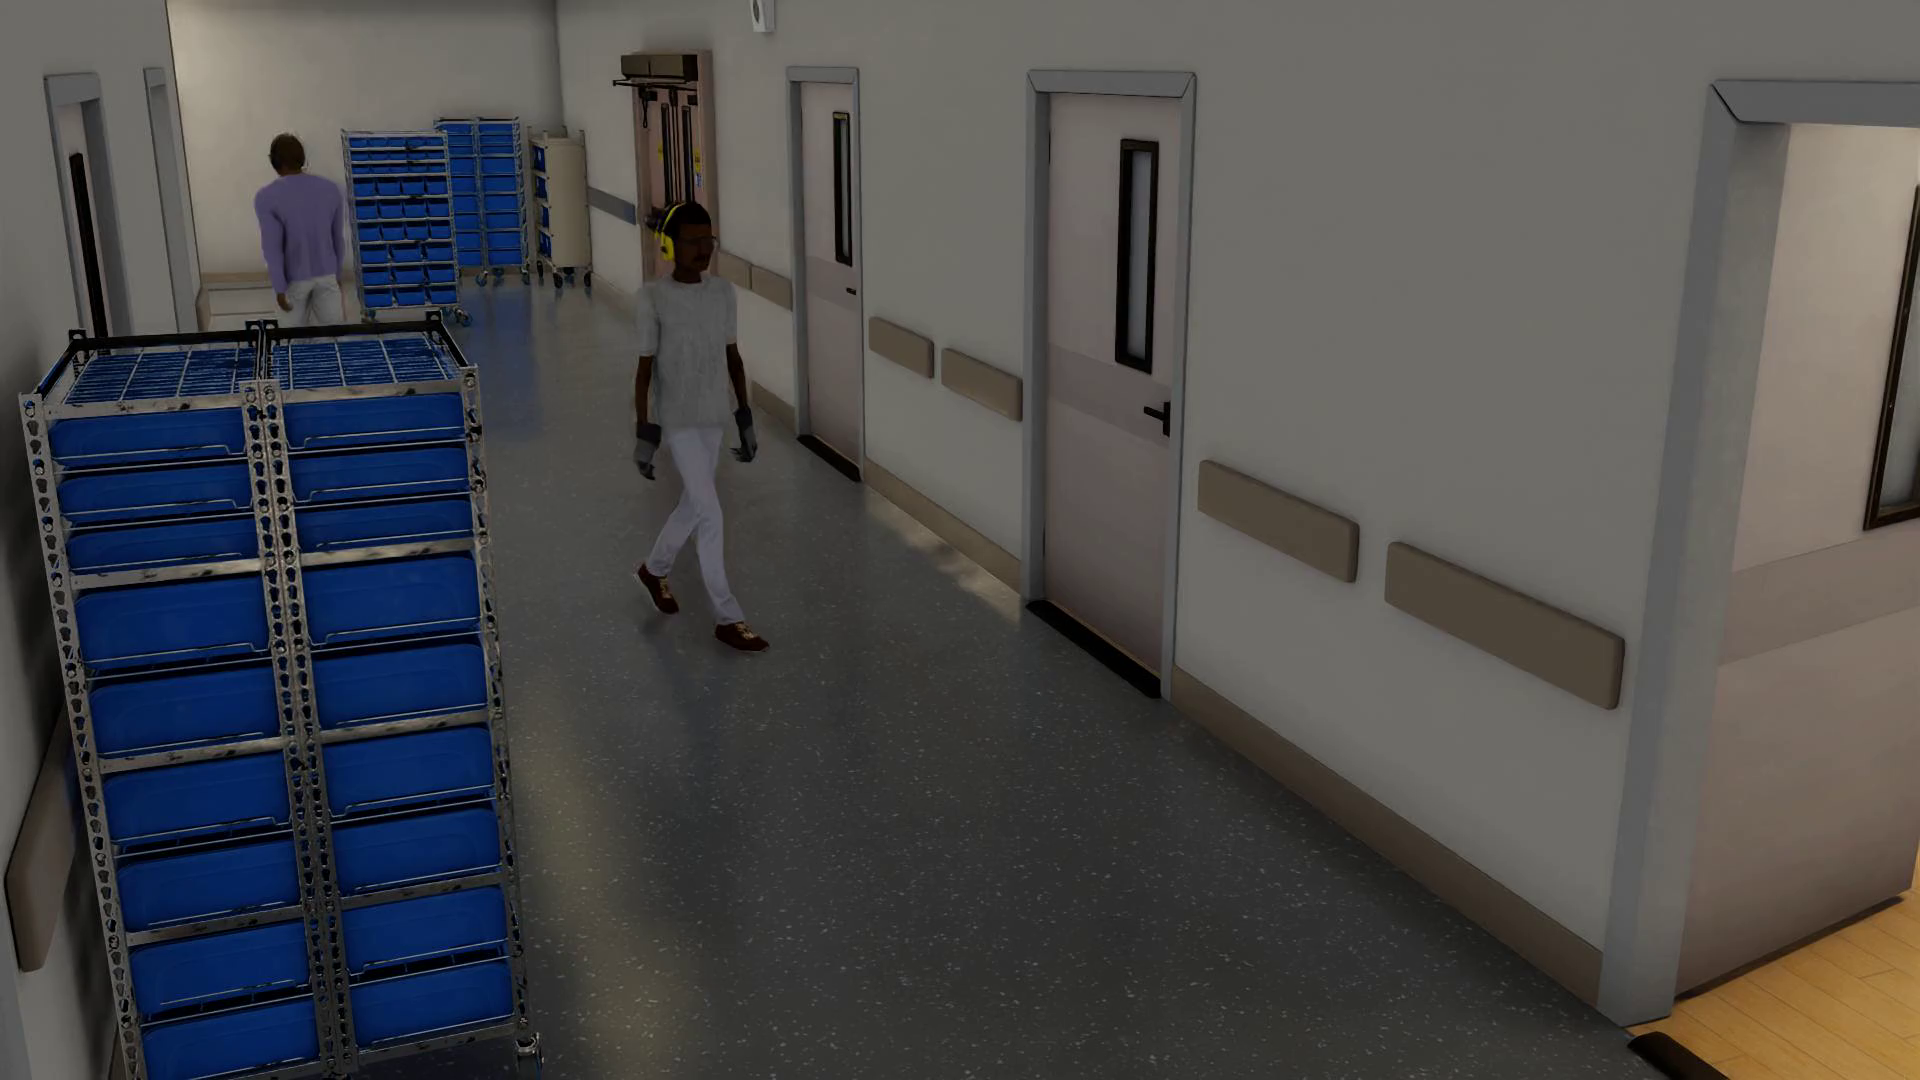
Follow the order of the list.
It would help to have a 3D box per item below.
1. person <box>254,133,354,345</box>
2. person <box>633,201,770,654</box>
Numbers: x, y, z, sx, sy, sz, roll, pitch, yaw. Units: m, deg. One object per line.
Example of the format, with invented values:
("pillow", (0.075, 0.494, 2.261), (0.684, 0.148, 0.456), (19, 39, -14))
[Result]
("person", (-4.343, -1.753, 11.159), (0.924, 1.912, 0.622), (15, 22, 42))
("person", (-1.138, -0.501, 6.968), (0.941, 1.836, 0.529), (14, 21, 41))
